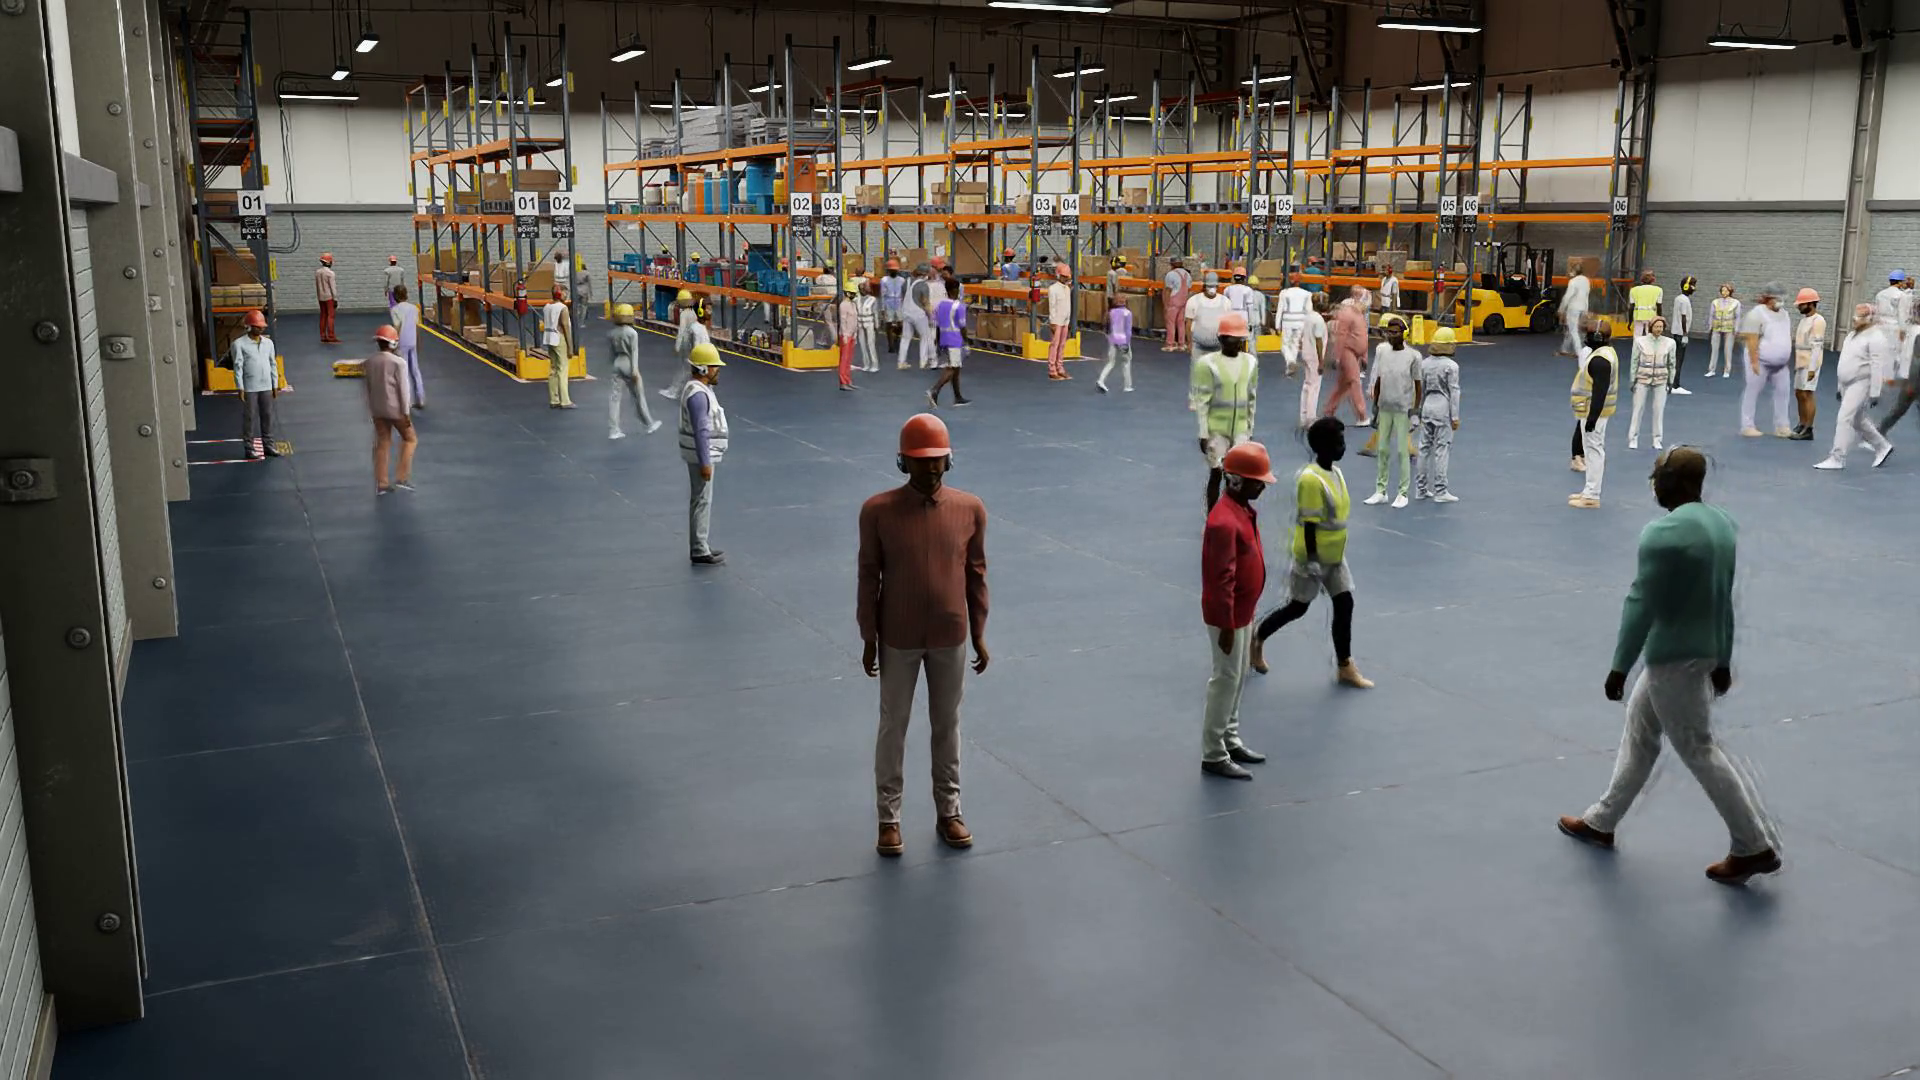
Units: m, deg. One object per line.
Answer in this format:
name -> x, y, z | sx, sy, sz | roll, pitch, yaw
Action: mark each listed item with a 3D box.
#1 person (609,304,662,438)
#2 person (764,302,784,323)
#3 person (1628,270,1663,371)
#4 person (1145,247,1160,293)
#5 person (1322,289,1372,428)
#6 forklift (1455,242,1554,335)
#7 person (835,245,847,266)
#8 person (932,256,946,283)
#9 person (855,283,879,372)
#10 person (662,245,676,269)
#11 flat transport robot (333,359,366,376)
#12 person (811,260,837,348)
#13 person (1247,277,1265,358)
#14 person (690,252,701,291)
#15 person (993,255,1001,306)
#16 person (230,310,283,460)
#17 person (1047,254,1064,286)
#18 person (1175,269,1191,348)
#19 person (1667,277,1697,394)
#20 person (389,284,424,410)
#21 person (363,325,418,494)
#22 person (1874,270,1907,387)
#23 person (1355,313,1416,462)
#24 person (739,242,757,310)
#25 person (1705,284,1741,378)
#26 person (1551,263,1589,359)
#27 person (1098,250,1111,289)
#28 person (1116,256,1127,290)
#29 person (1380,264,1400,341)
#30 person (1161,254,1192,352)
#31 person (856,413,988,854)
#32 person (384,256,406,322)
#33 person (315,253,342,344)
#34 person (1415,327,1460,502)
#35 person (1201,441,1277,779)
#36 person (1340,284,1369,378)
person -> -4.267, -2.188, 21.496 | 0.513, 1.694, 0.879 | 6, 13, 29
person -> -4.949, -6.633, 43.744 | 0.642, 1.857, 1.019 | 1, 11, 3
person -> 12.400, -3.956, 30.134 | 0.564, 1.846, 0.390 | 5, 12, 22
person -> 4.892, -6.448, 42.340 | 0.410, 2.034, 0.606 | -3, 12, -15
person -> 5.313, -2.430, 22.357 | 0.917, 1.854, 0.666 | 6, 13, 29
forklift -> 13.047, -6.049, 39.881 | 2.313, 2.155, 1.214 | -5, 12, -23
person -> -3.599, -8.226, 51.739 | 0.573, 1.883, 0.355 | 5, 12, 22
person -> -0.490, -4.879, 34.436 | 0.525, 1.998, 0.627 | 4, 12, 21
person -> -1.720, -3.867, 30.262 | 0.554, 1.614, 0.423 | 9, 14, 39
person -> -8.810, -7.881, 49.866 | 0.587, 1.930, 0.362 | -5, 12, -23
flat transport robot -> -10.852, -3.099, 29.794 | 0.652, 0.197, 1.431 | -3, 12, -17
person -> -2.822, -5.061, 35.686 | 0.591, 1.877, 1.003 | -10, 15, -40
person -> 5.460, -4.091, 31.233 | 0.494, 1.685, 0.947 | -2, 11, -12
person -> -7.426, -7.191, 46.768 | 0.300, 1.772, 0.532 | 5, 12, 26
person -> 1.062, -7.702, 49.731 | 0.277, 1.628, 0.502 | -5, 12, -23
person -> -8.244, -1.819, 19.536 | 0.349, 1.743, 0.564 | 7, 13, 31
person -> 2.916, -7.864, 50.541 | 0.539, 1.634, 0.395 | -3, 12, -16
person -> 4.752, -4.934, 35.510 | 0.319, 1.689, 0.539 | -2, 11, -11
person -> 11.557, -3.271, 26.608 | 0.328, 1.865, 0.521 | 2, 11, 10
person -> -8.143, -2.831, 24.421 | 0.328, 1.842, 0.515 | 7, 13, 31
person -> -5.862, -1.348, 17.161 | 0.588, 1.728, 0.533 | 5, 12, 23
person -> 15.461, -3.510, 27.641 | 0.416, 1.939, 0.610 | -3, 11, -13
person -> 5.010, -1.780, 19.393 | 0.532, 1.723, 0.888 | -11, 15, -43
person -> -6.297, -7.853, 49.488 | 0.612, 2.030, 0.410 | 3, 11, 14
person -> 13.399, -3.665, 29.174 | 0.515, 1.641, 0.315 | 11, 15, 43
person -> 12.096, -4.523, 32.911 | 0.638, 1.886, 0.790 | -11, 15, -44
person -> 4.290, -7.764, 49.470 | 0.566, 1.849, 0.549 | 2, 11, 11
person -> 4.199, -6.547, 43.528 | 0.344, 1.757, 0.527 | -8, 14, -35
person -> 8.942, -4.834, 34.659 | 0.417, 1.827, 0.562 | -2, 11, -10
person -> 4.488, -4.957, 34.724 | 0.685, 2.000, 0.536 | -9, 14, -39
person -> -0.162, 0.421, 7.510 | 0.608, 1.995, 0.377 | -3, 12, -15
person -> -14.955, -6.636, 43.990 | 0.573, 1.748, 0.342 | -9, 14, -38
person -> -13.962, -5.329, 36.759 | 0.622, 1.989, 0.406 | 7, 13, 32
person -> 4.810, -1.258, 16.682 | 0.304, 1.743, 0.494 | -7, 13, -33
person -> 1.419, 0.354, 8.503 | 0.355, 1.737, 0.578 | 4, 12, 19
person -> 6.900, -3.652, 29.119 | 0.523, 1.636, 0.310 | 7, 13, 33
